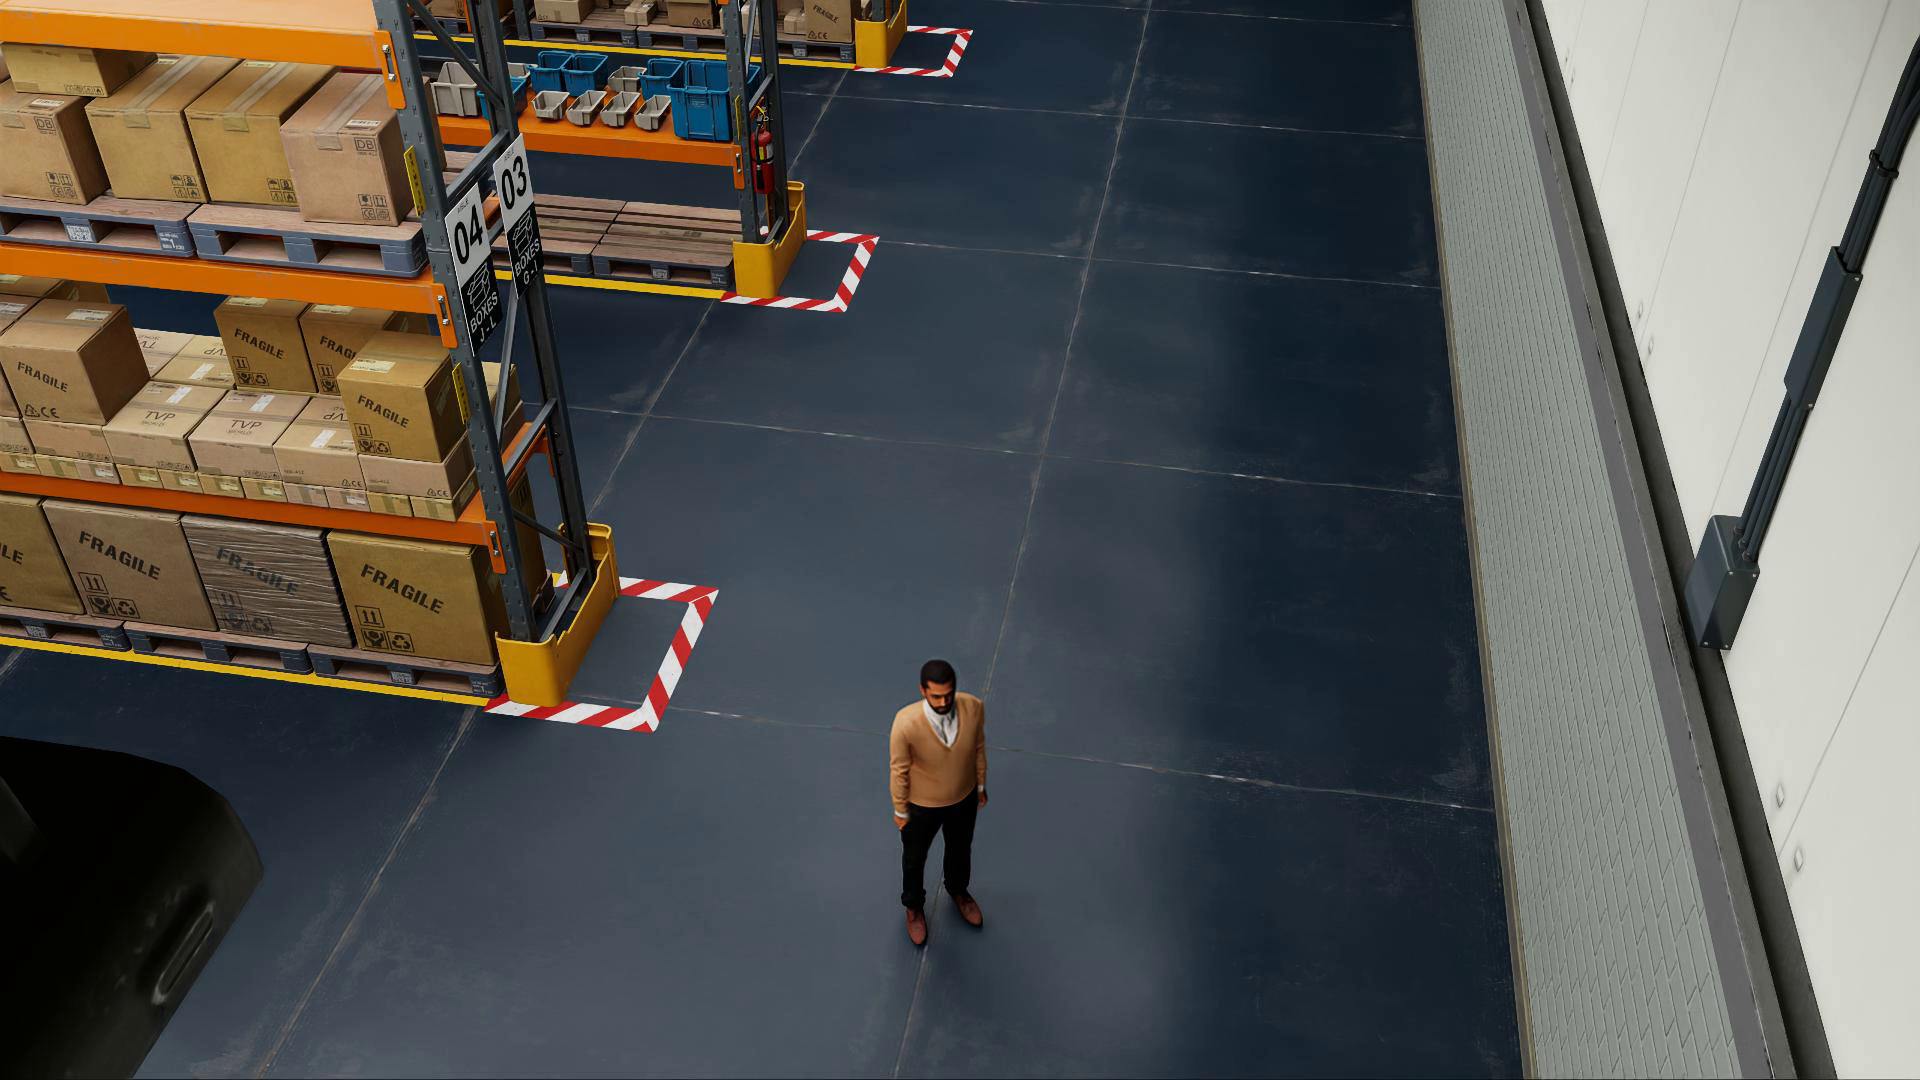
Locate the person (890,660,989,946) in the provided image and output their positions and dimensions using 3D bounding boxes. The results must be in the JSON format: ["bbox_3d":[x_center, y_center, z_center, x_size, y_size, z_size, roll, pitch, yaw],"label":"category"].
[{"bbox_3d":[-0.099,1.264,8.235,0.711,1.754,0.816,-15,40,-18],"label":"person"}]
